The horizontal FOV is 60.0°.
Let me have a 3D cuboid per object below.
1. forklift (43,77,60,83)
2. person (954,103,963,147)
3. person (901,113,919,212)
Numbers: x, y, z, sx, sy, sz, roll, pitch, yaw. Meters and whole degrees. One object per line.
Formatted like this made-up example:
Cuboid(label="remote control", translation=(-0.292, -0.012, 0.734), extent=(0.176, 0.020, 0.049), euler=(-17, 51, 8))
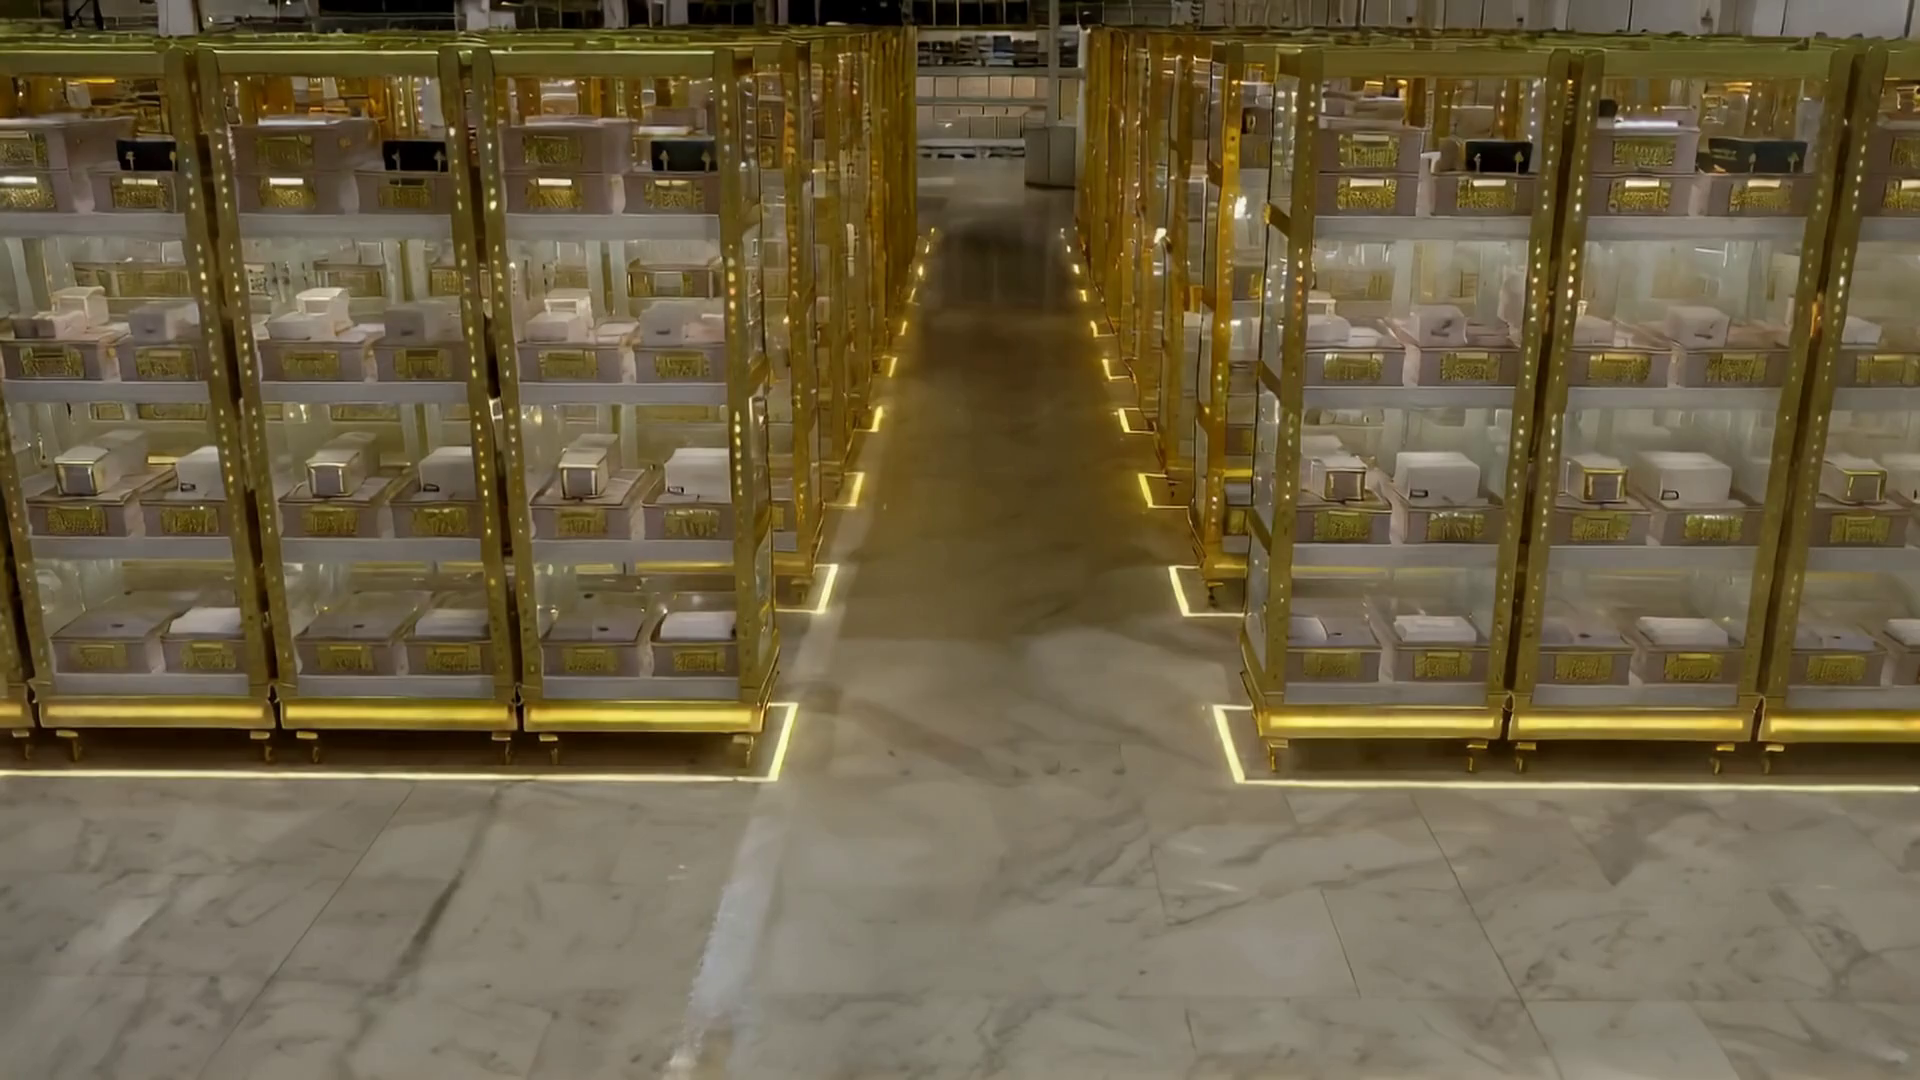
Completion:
Cuboid(label="forklift", translation=(-27.393, -13.297, 50.016), extent=(1.873, 2.768, 1.129), euler=(0, 17, 1))
Cuboid(label="person", translation=(-0.143, -12.864, 50.166), extent=(0.602, 1.949, 0.390), euler=(-16, 24, -42))
Cuboid(label="person", translation=(-1.076, -7.481, 32.937), extent=(0.612, 1.995, 0.376), euler=(-16, 24, -41))
